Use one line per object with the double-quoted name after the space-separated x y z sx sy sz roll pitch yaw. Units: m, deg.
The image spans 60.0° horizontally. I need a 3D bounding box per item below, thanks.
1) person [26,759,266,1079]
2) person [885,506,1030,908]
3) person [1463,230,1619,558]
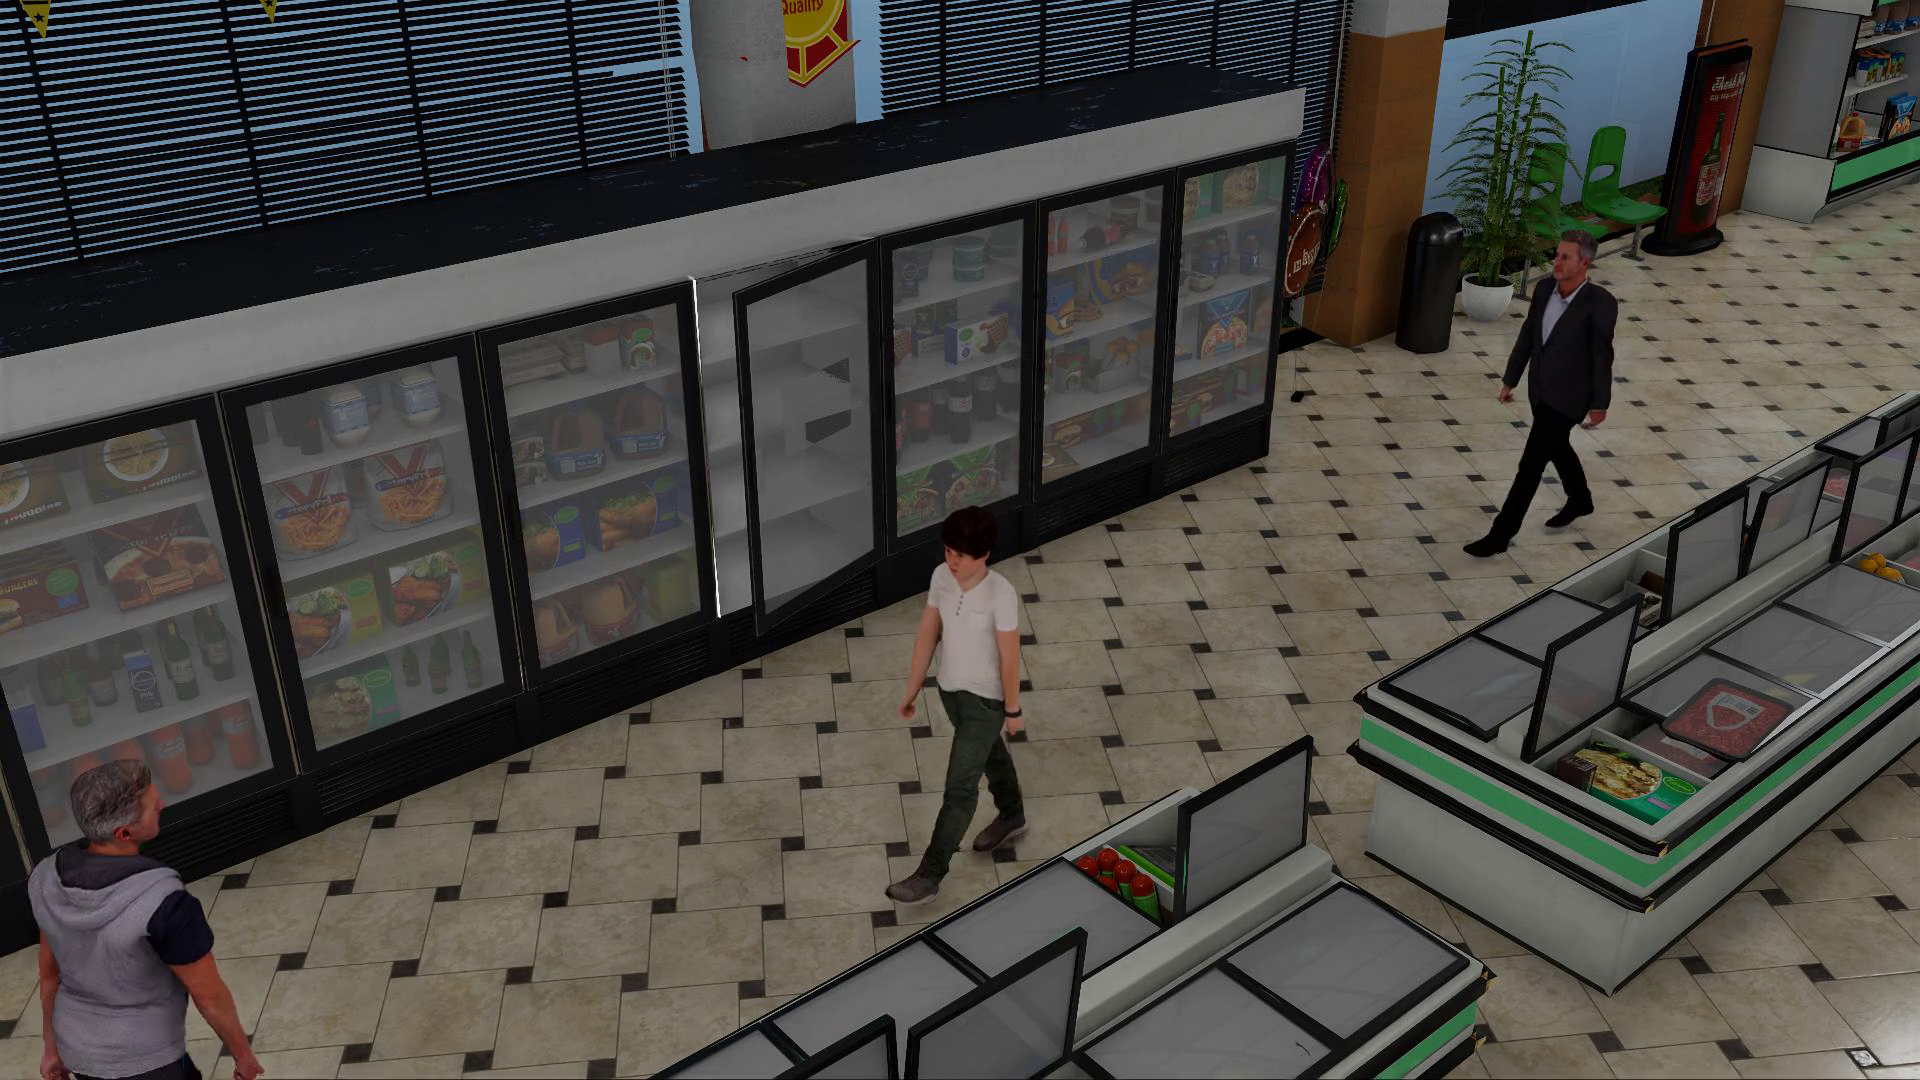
-2.351 1.487 4.571 1.004 1.777 1.227 9 28 18 "person"
0.111 0.590 6.526 1.086 1.609 0.606 -23 35 -38 "person"
3.309 -0.795 9.057 1.313 1.788 0.983 -11 29 -20 "person"
